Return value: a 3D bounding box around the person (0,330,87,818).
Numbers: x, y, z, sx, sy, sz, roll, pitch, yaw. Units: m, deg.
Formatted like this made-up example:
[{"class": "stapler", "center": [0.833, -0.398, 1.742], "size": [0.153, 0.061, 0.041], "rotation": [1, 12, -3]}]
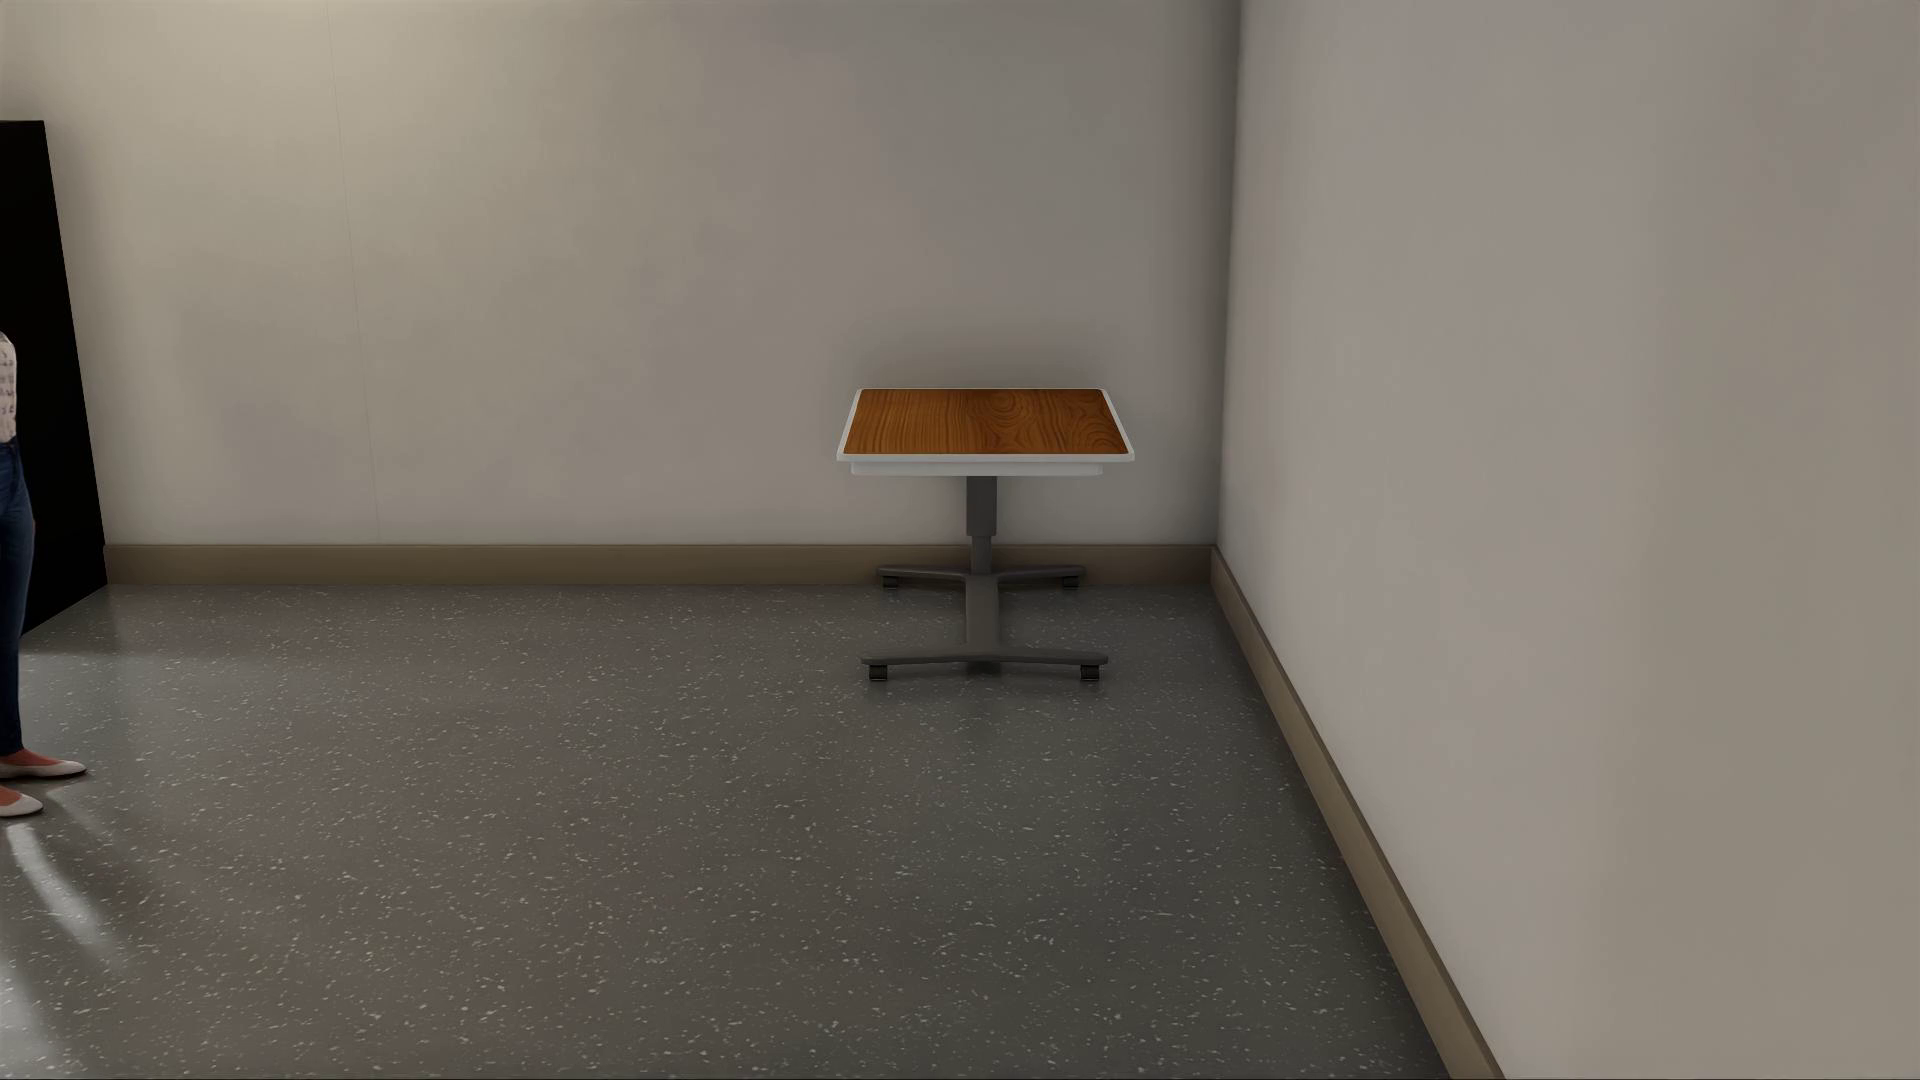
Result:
[{"class": "person", "center": [-2.734, -0.106, 4.589], "size": [0.491, 1.725, 0.582], "rotation": [0, 16, -2]}]
